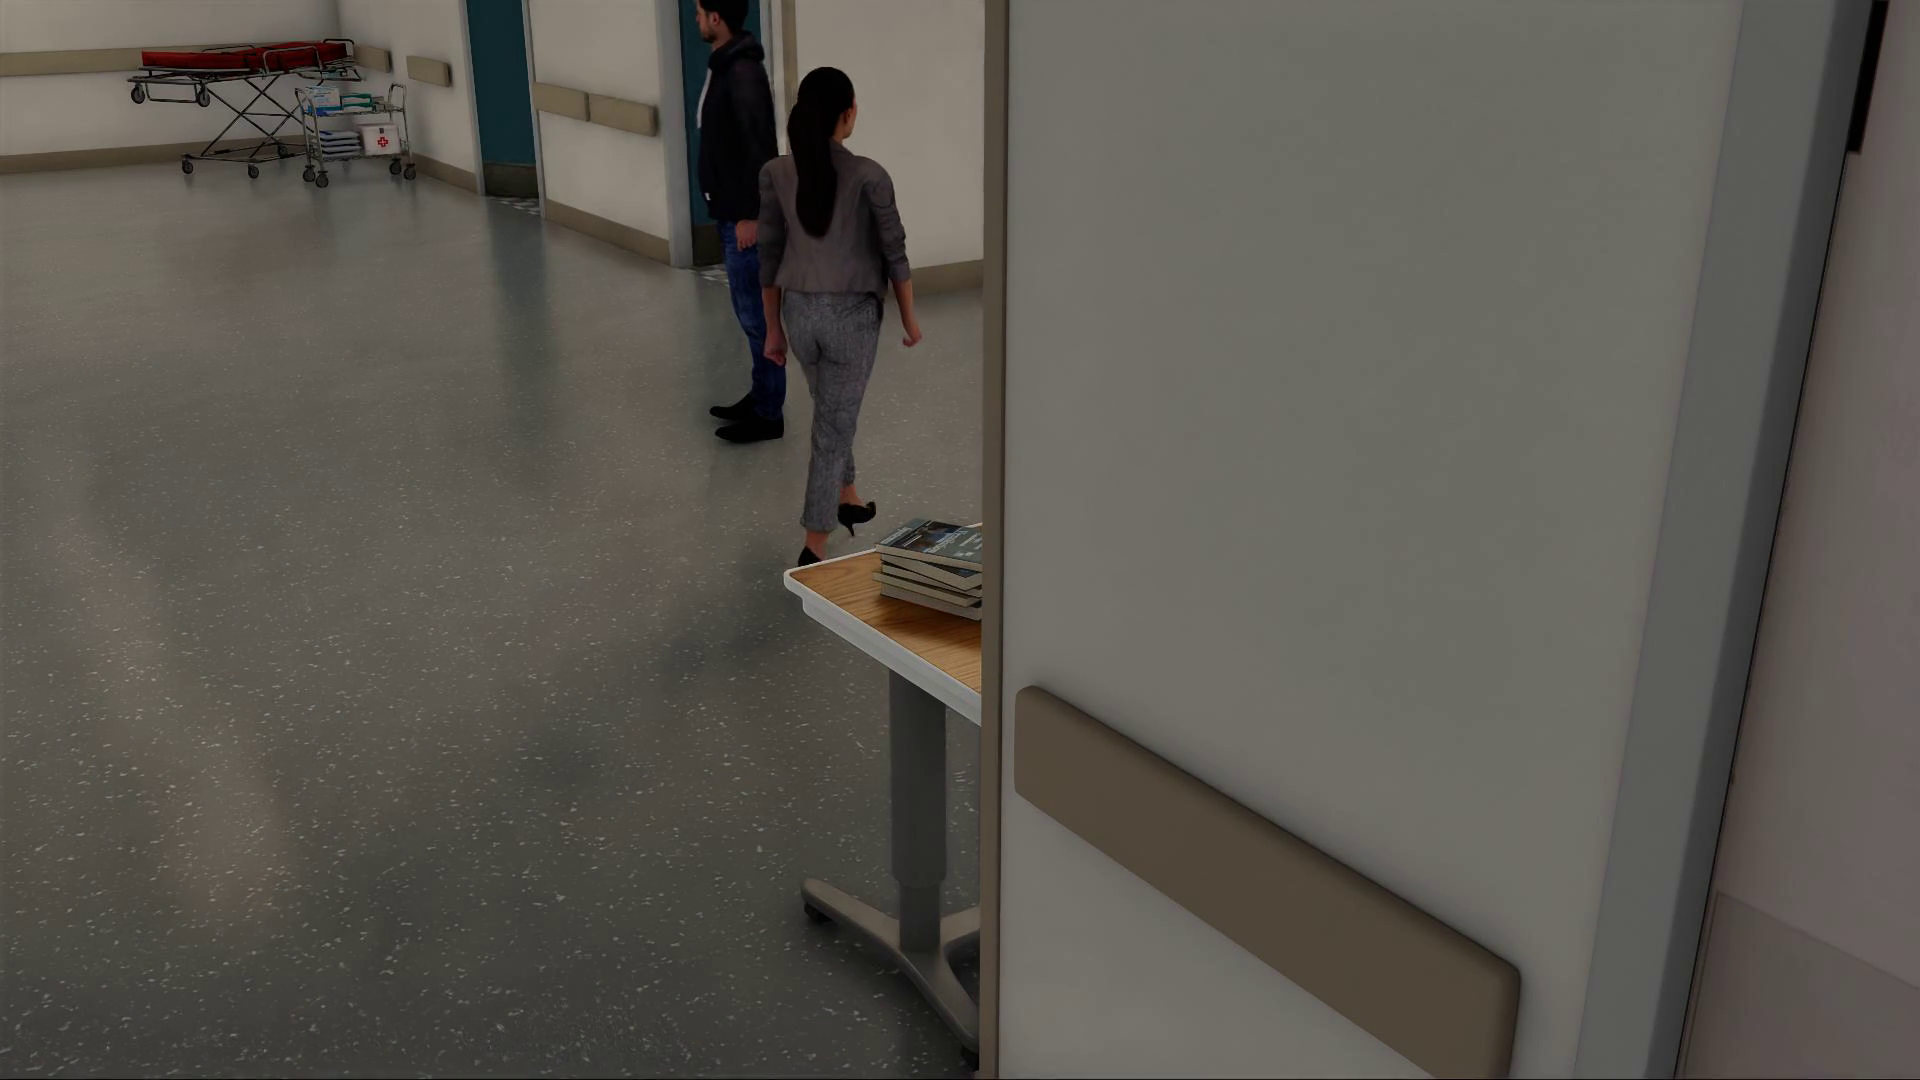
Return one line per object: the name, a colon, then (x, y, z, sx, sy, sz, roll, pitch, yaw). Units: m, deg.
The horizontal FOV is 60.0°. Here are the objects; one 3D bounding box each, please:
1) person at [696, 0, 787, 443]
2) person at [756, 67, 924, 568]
person: (-0.877, -1.358, 6.915, 0.812, 1.890, 0.669, -4, 21, -10)
person: (-0.448, -0.630, 5.338, 0.968, 1.647, 0.947, 9, 23, 23)
